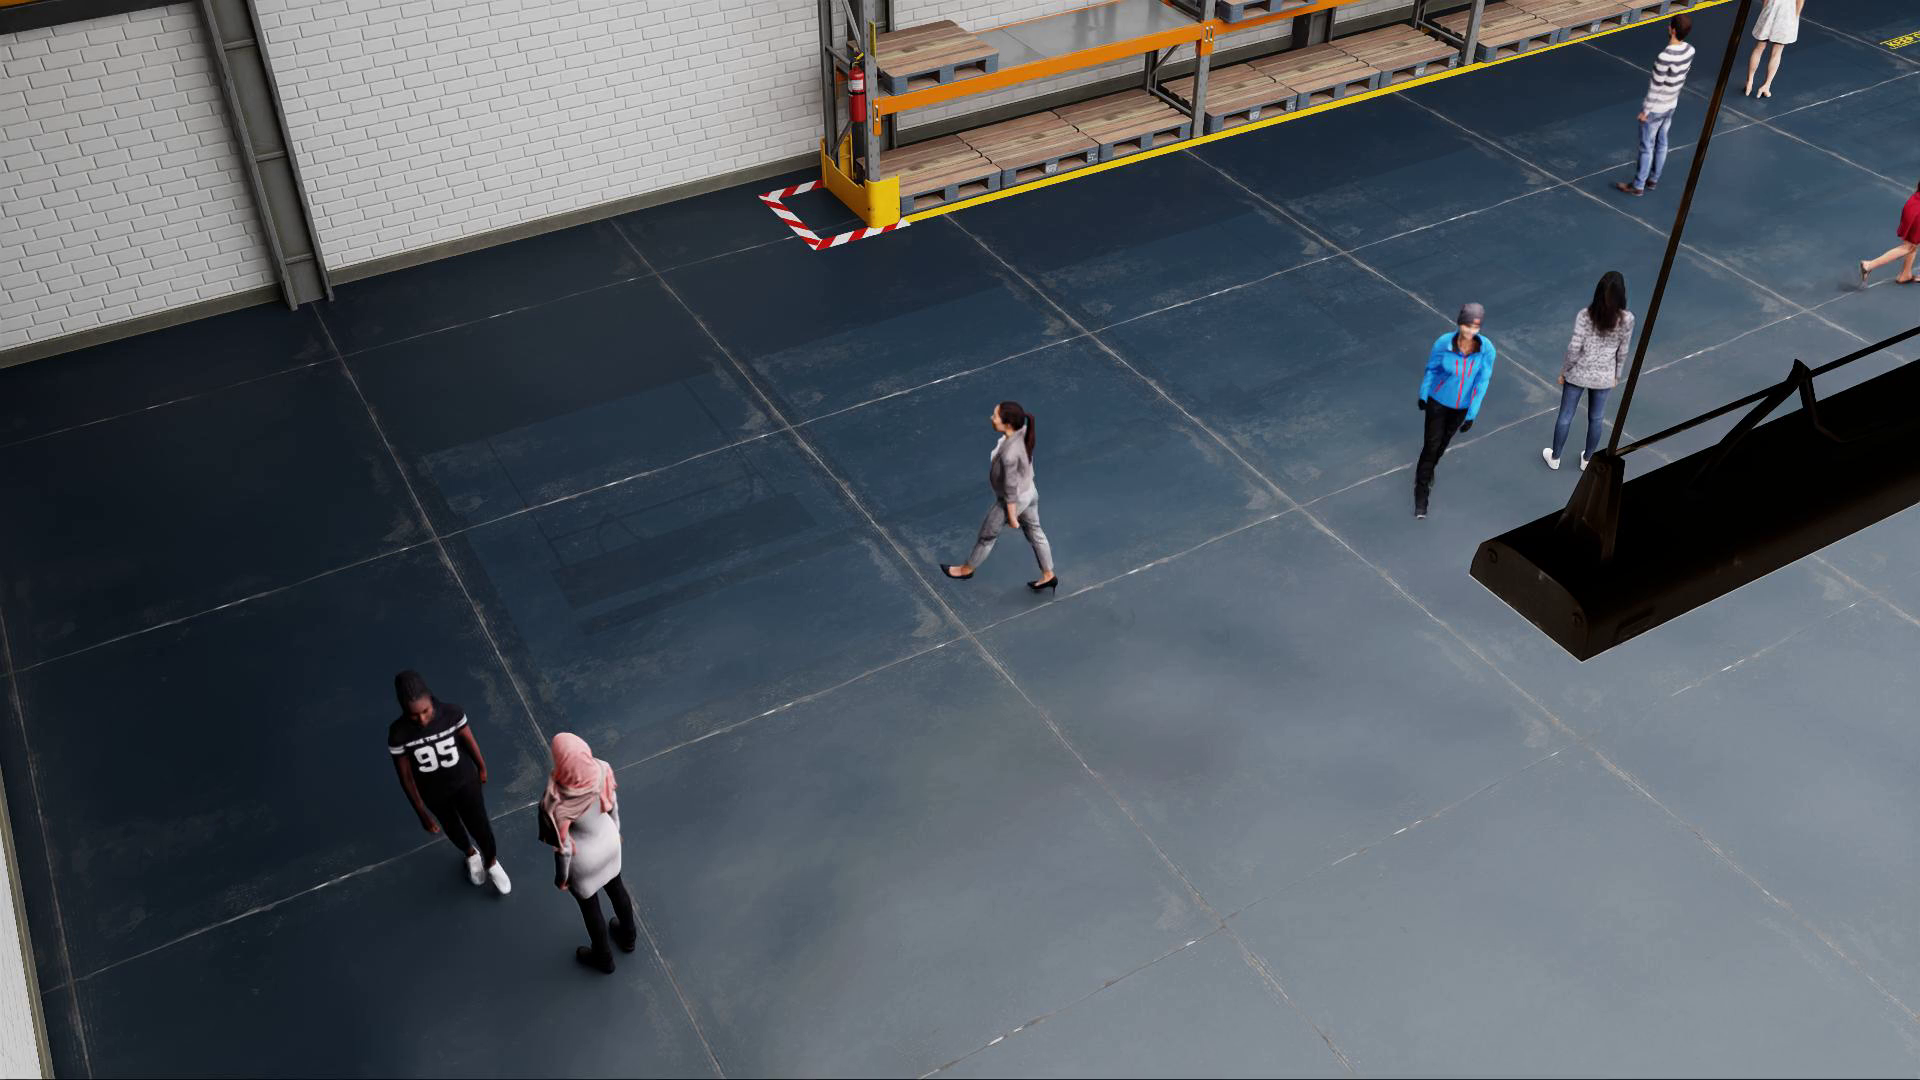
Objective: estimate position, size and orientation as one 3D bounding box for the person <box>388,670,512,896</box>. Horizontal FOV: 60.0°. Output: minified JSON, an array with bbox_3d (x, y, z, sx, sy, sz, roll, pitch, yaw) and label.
[{"bbox_3d":[-3.016,1.362,9.683,0.638,1.720,0.722,-19,42,-22],"label":"person"}]

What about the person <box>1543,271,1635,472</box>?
[{"bbox_3d":[4.931,-1.307,13.015,0.664,1.733,0.746,6,39,7],"label":"person"}]

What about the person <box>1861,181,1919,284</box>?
[{"bbox_3d":[8.782,-3.006,15.303,1.022,1.532,0.828,-2,39,-3],"label":"person"}]

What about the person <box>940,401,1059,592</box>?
[{"bbox_3d":[0.471,-0.249,11.779,1.129,1.622,1.109,13,40,15],"label":"person"}]

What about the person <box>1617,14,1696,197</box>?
[{"bbox_3d":[7.075,-4.390,16.779,0.475,1.853,0.718,-23,44,-26],"label":"person"}]

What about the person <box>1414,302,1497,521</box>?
[{"bbox_3d":[3.753,-1.091,12.717,1.085,1.767,1.118,9,39,11],"label":"person"}]

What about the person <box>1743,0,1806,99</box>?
[{"bbox_3d":[9.185,-5.852,18.671,0.727,1.777,0.735,30,47,32],"label":"person"}]

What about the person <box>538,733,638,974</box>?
[{"bbox_3d":[-2.040,1.717,9.172,0.771,1.803,0.652,27,46,30],"label":"person"}]
